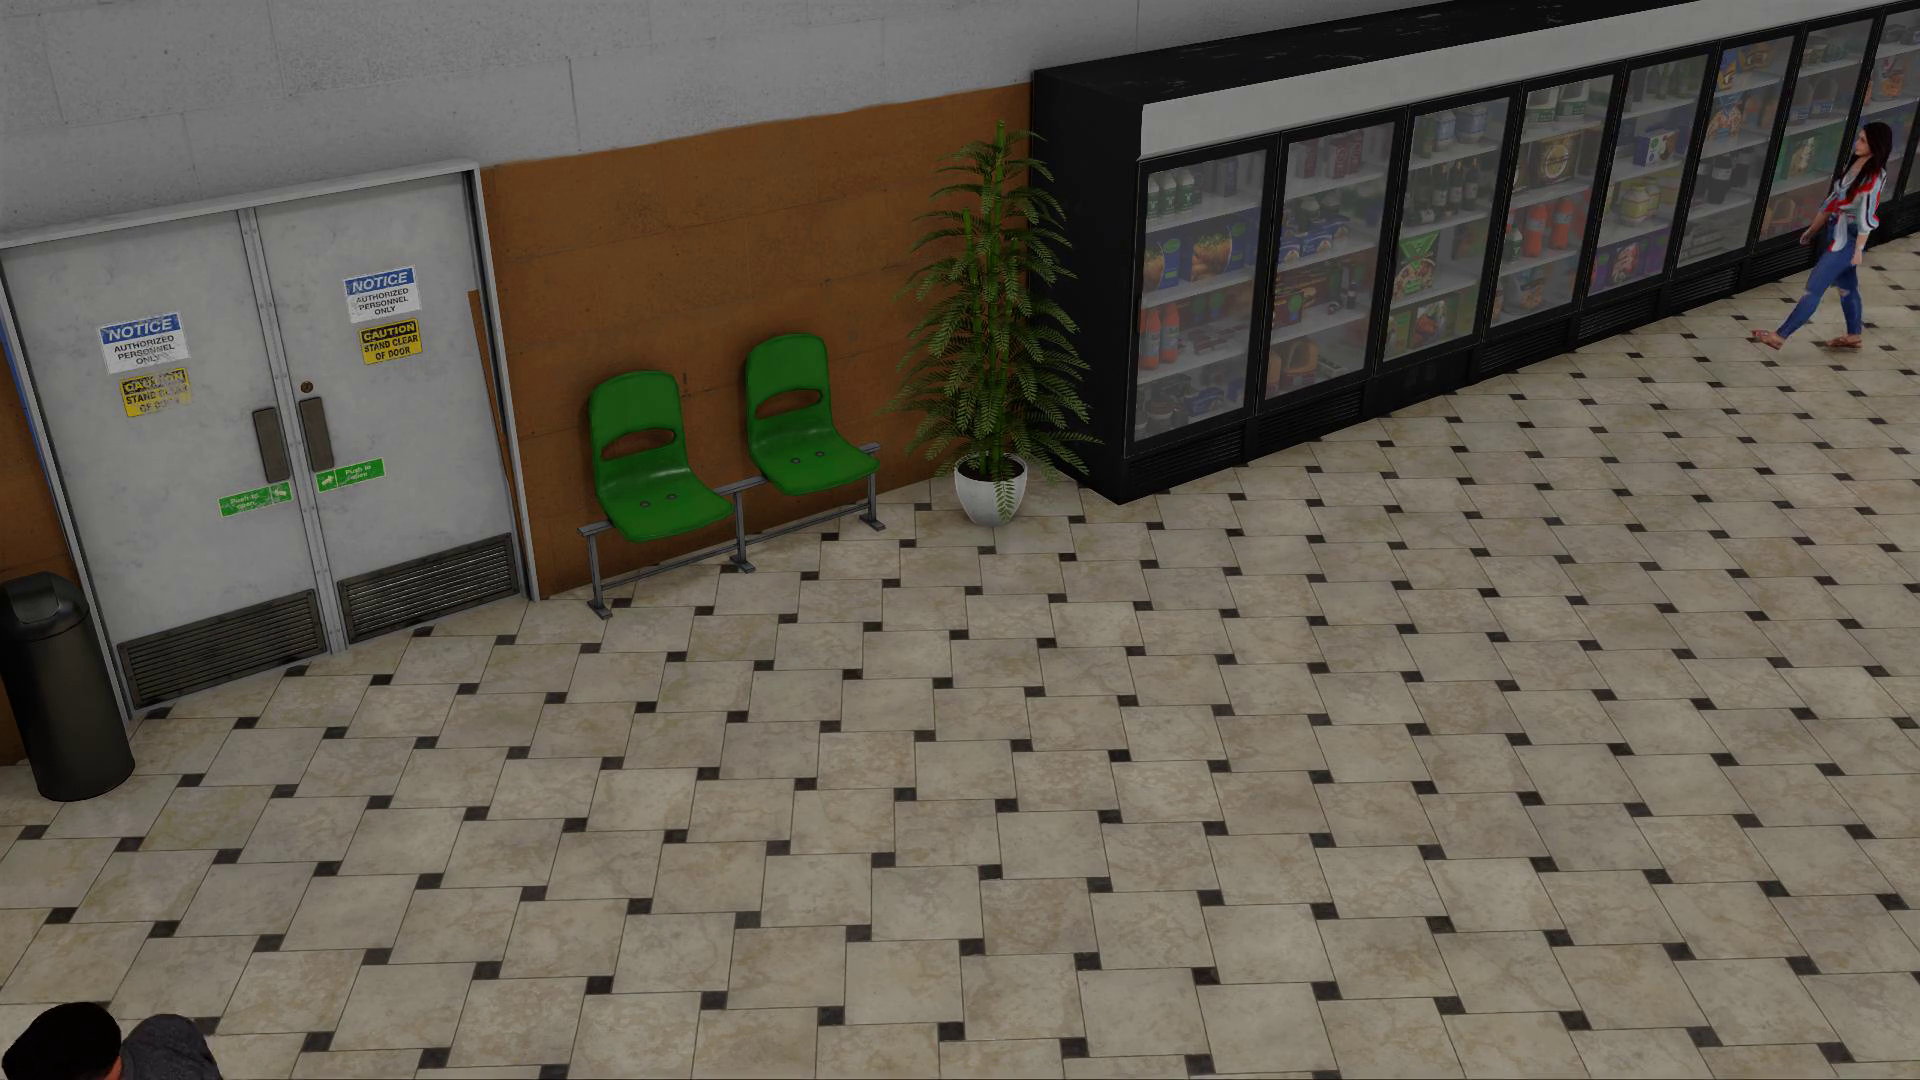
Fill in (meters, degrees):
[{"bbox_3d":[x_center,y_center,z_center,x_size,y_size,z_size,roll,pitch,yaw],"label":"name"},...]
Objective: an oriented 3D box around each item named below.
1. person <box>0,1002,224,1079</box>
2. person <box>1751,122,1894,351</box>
[{"bbox_3d":[-1.874,1.747,4.053,0.966,1.850,0.871,7,29,12],"label":"person"},{"bbox_3d":[6.033,-1.997,11.203,1.070,1.570,1.026,4,29,7],"label":"person"}]
